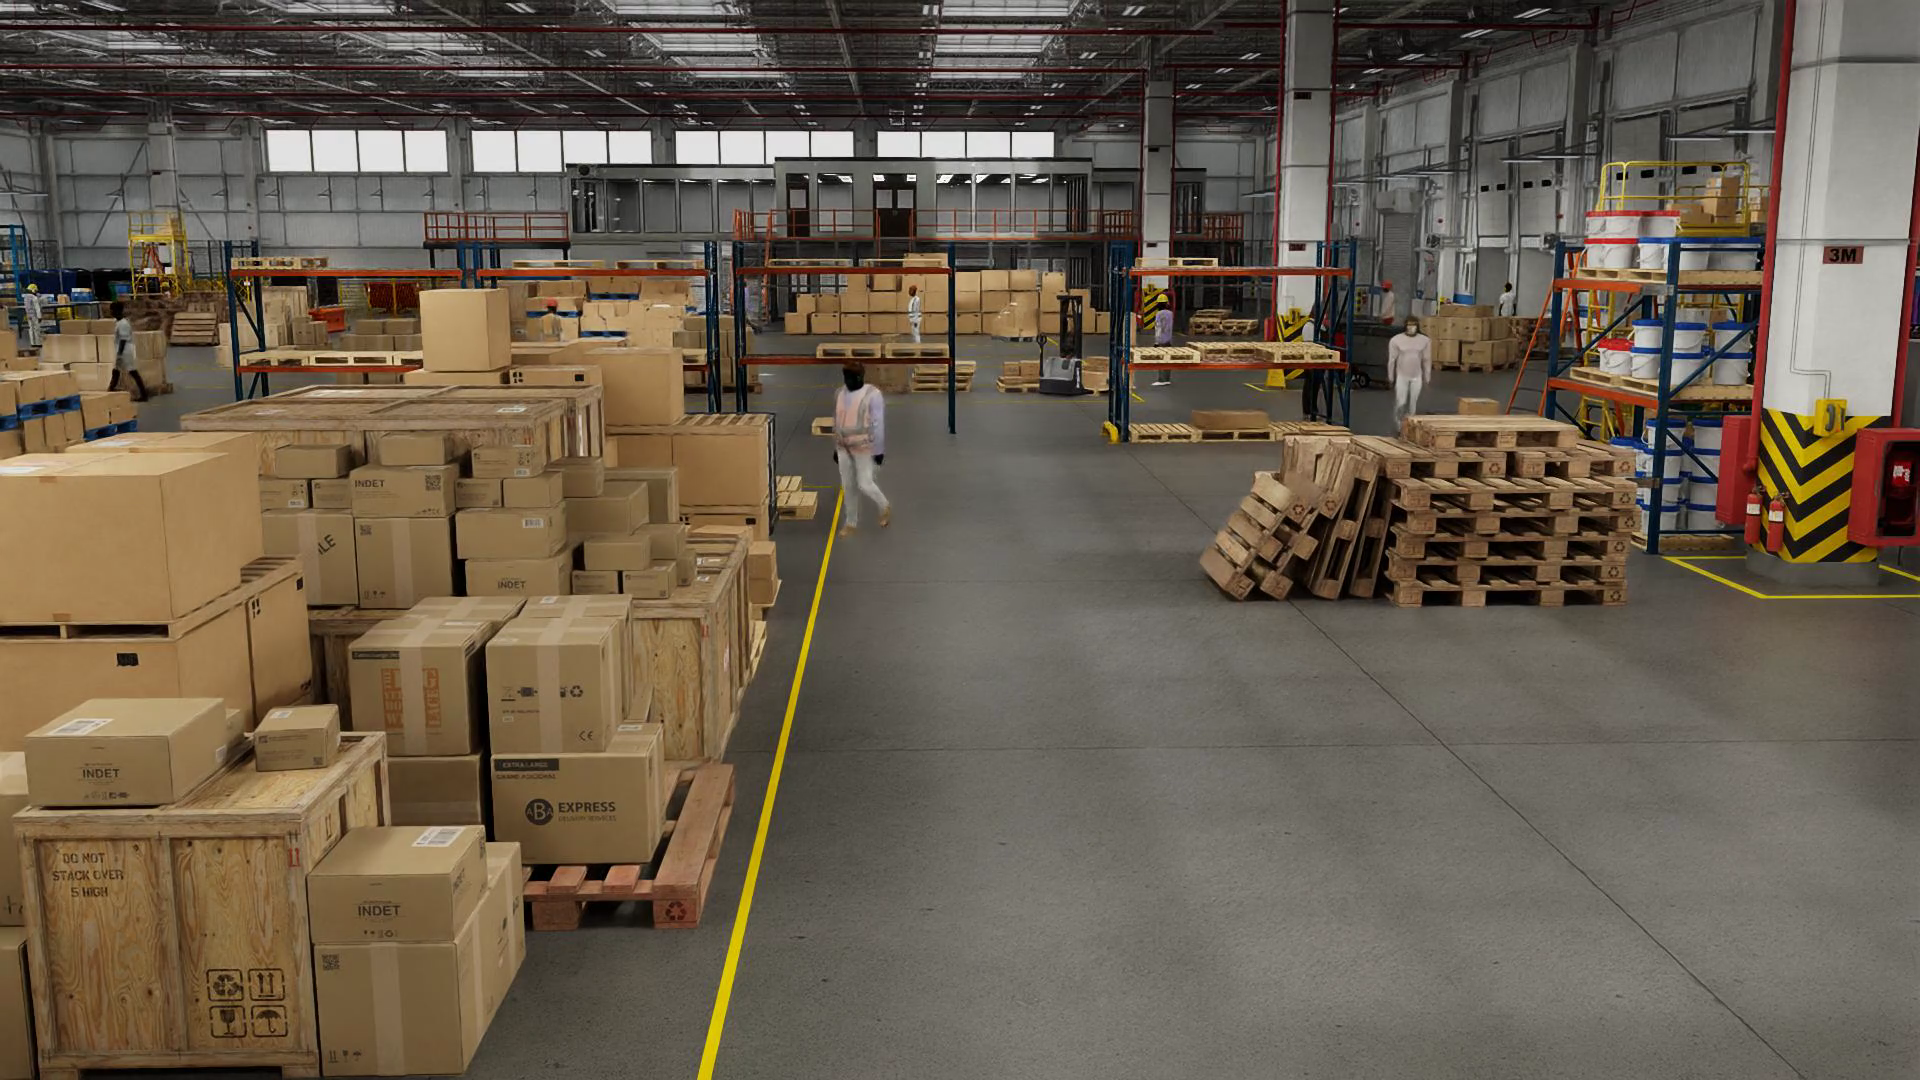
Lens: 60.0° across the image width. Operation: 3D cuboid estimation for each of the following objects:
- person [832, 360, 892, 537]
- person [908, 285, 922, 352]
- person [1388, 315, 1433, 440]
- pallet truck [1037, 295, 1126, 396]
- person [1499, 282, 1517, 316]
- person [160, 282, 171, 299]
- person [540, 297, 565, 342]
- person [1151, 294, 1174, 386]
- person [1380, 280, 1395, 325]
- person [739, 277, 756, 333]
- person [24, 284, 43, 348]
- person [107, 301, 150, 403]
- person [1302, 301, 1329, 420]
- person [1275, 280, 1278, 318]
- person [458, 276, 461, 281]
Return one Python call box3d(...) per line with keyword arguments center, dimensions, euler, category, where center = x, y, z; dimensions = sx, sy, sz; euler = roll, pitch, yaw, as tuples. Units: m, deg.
box3d(center=(-1.028, -0.955, 17.236), dimensions=(0.632, 1.832, 0.568), euler=(8, 13, 36), category="person")
box3d(center=(-1.208, -5.839, 44.323), dimensions=(0.350, 1.878, 0.568), euler=(-3, 11, -17), category="person")
box3d(center=(6.861, -2.448, 25.276), dimensions=(0.644, 1.920, 0.557), euler=(0, 10, 0), category="person")
box3d(center=(2.483, -3.881, 33.060), dimensions=(1.885, 1.965, 0.823), euler=(-7, 13, -36), category="pallet truck")
box3d(center=(15.643, -6.426, 47.583), dimensions=(0.516, 1.876, 0.327), euler=(-1, 10, -4), category="person")
box3d(center=(-25.476, -7.411, 53.433), dimensions=(0.295, 1.743, 0.493), euler=(-5, 11, -25), category="person")
box3d(center=(-8.281, -3.956, 33.706), dimensions=(0.563, 1.920, 0.682), euler=(6, 12, 31), category="person")
box3d(center=(4.268, -4.217, 35.130), dimensions=(0.372, 1.925, 0.595), euler=(8, 13, 36), category="person")
box3d(center=(11.622, -6.084, 45.352), dimensions=(0.413, 1.991, 0.627), euler=(-2, 10, -11), category="person")
box3d(center=(-6.877, -7.423, 53.002), dimensions=(0.593, 1.924, 0.569), euler=(5, 11, 24), category="person")
box3d(center=(-26.440, -6.396, 47.529), dimensions=(0.589, 1.834, 0.404), euler=(6, 12, 30), category="person")
box3d(center=(-15.744, -3.493, 31.114), dimensions=(0.984, 1.911, 0.633), euler=(-7, 12, -34), category="person")
box3d(center=(6.118, -3.070, 28.422), dimensions=(0.536, 2.000, 0.688), euler=(6, 12, 29), category="person")
box3d(center=(10.901, -7.991, 56.252), dimensions=(1.012, 1.899, 0.634), euler=(-1, 10, -5), category="person")
box3d(center=(-17.416, -8.354, 58.365), dimensions=(0.402, 1.872, 0.596), euler=(-8, 13, -37), category="person")
